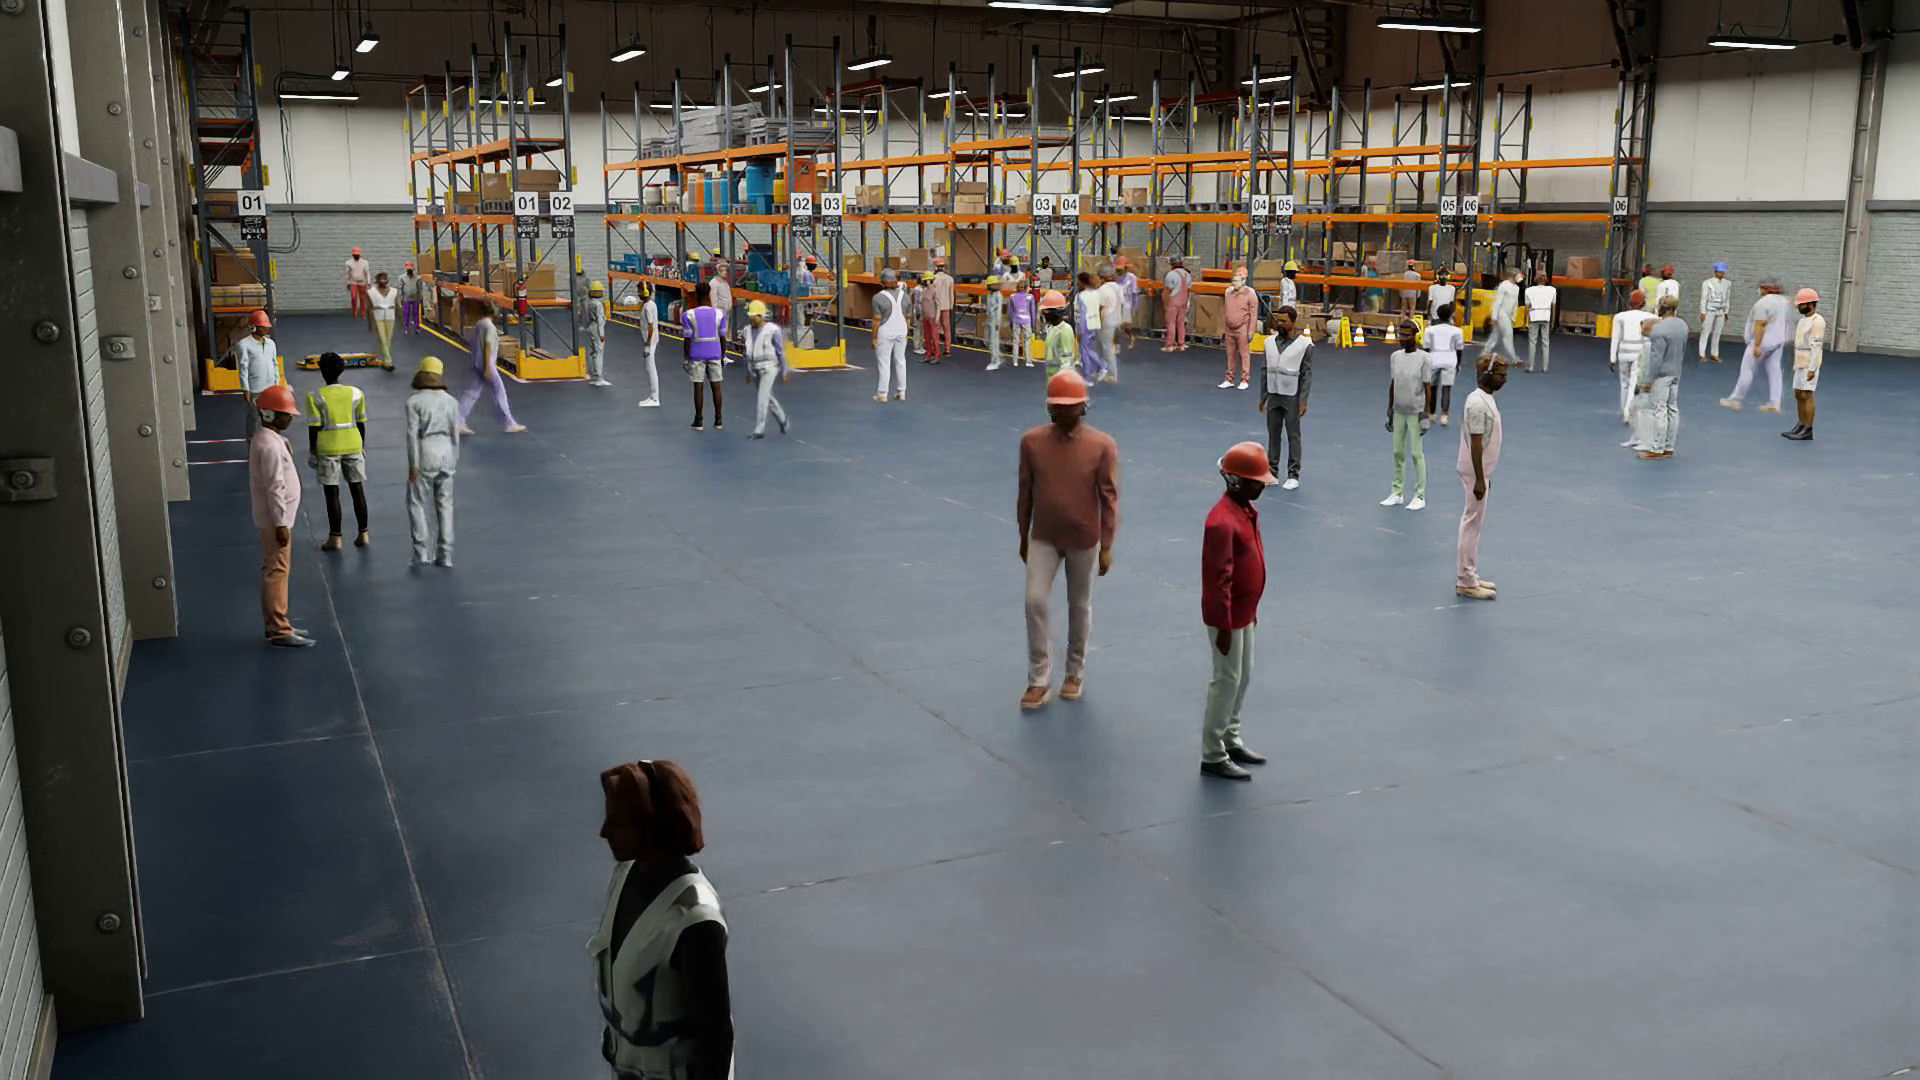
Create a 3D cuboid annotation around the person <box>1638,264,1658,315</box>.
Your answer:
[{"bbox_3d":[14.244,-4.810,34.525,0.662,1.822,0.462,-9,14,-39],"label":"person"}]

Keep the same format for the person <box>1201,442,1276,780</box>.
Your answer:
[{"bbox_3d":[1.417,0.358,8.490,0.353,1.737,0.574,5,12,23],"label":"person"}]

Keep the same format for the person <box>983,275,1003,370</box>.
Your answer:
[{"bbox_3d":[0.596,-4.009,30.694,0.314,1.739,0.487,-6,12,-27],"label":"person"}]

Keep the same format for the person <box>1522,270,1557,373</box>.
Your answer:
[{"bbox_3d":[10.431,-3.924,29.965,0.563,1.847,0.389,1,11,4],"label":"person"}]

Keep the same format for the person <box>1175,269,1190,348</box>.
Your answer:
[{"bbox_3d":[4.753,-4.933,35.505,0.319,1.687,0.538,-2,11,-9],"label":"person"}]

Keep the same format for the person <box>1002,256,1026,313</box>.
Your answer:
[{"bbox_3d":[1.200,-5.471,37.671,0.588,1.908,0.753,-5,12,-25],"label":"person"}]

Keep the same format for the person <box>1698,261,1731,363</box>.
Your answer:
[{"bbox_3d":[14.589,-4.399,32.120,0.608,1.946,0.406,-2,11,-11],"label":"person"}]

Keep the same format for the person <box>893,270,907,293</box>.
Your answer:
[{"bbox_3d":[-1.391,-5.085,36.386,0.514,1.645,0.309,-5,12,-23],"label":"person"}]

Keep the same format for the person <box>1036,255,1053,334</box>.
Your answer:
[{"bbox_3d":[2.013,-5.858,39.758,0.509,1.865,0.329,-6,13,-30],"label":"person"}]

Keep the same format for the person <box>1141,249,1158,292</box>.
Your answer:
[{"bbox_3d":[4.827,-6.445,42.328,0.423,2.035,0.601,-4,12,-20],"label":"person"}]

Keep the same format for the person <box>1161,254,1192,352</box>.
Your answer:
[{"bbox_3d":[4.479,-4.958,34.727,0.684,2.000,0.535,-10,15,-41],"label":"person"}]

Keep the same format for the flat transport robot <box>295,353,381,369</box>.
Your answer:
[{"bbox_3d":[-11.622,-3.367,31.155,1.431,0.197,0.652,-9,14,-38],"label":"flat transport robot"}]

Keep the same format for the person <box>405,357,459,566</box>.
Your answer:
[{"bbox_3d":[-4.308,-0.641,13.637,0.473,1.699,0.521,10,15,42],"label":"person"}]

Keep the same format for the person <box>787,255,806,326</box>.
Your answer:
[{"bbox_3d":[-3.893,-5.824,39.493,0.395,1.901,0.688,-11,15,-44],"label":"person"}]

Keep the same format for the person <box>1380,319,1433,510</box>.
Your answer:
[{"bbox_3d":[4.373,-1.224,16.229,0.329,1.861,0.505,-8,14,-37],"label":"person"}]

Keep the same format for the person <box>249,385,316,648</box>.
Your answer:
[{"bbox_3d":[-4.533,-0.159,11.096,0.347,1.742,0.565,-5,12,-25],"label":"person"}]

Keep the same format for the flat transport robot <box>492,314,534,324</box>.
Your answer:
[{"bbox_3d":[-11.672,-5.762,43.323,0.652,0.197,1.431,-8,14,-34],"label":"flat transport robot"}]

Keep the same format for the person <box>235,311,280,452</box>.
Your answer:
[{"bbox_3d":[-8.169,-1.805,19.465,0.351,1.743,0.563,5,12,23],"label":"person"}]

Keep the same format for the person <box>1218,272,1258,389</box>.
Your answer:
[{"bbox_3d":[4.552,-3.427,27.286,0.407,1.910,0.639,-11,15,-43],"label":"person"}]

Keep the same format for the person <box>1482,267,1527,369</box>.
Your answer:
[{"bbox_3d":[10.157,-4.106,30.839,0.996,1.866,0.636,7,13,33],"label":"person"}]

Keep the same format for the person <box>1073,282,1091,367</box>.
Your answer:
[{"bbox_3d":[2.312,-4.094,31.360,0.308,1.641,0.514,-6,13,-30],"label":"person"}]

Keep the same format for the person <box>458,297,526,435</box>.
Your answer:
[{"bbox_3d":[-6.194,-2.248,21.607,0.977,1.795,0.521,-8,14,-37],"label":"person"}]

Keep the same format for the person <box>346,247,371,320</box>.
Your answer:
[{"bbox_3d":[-16.278,-6.943,45.044,0.611,1.957,0.797,-5,12,-24],"label":"person"}]

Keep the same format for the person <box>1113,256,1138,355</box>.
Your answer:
[{"bbox_3d":[3.317,-4.765,33.815,0.660,2.016,0.661,5,12,25],"label":"person"}]

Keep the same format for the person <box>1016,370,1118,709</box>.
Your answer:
[{"bbox_3d":[0.586,0.011,9.628,0.634,1.966,0.804,3,12,17],"label":"person"}]

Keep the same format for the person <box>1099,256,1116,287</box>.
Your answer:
[{"bbox_3d":[3.896,-6.602,43.833,0.586,1.753,0.452,-5,12,-26],"label":"person"}]

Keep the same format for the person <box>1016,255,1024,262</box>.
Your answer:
[{"bbox_3d":[1.807,-7.683,49.644,0.302,1.624,0.499,0,11,-2],"label":"person"}]

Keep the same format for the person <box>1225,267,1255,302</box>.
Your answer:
[{"bbox_3d":[4.950,-3.860,29.452,0.542,1.928,0.401,4,12,21],"label":"person"}]

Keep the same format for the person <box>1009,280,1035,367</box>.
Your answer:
[{"bbox_3d":[1.158,-4.048,31.134,0.514,1.636,0.315,4,12,19],"label":"person"}]

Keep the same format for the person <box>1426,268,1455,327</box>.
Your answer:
[{"bbox_3d":[8.870,-4.078,30.689,0.514,1.873,0.329,0,11,-1],"label":"person"}]

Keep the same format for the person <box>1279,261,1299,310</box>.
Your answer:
[{"bbox_3d":[6.499,-4.540,32.891,0.369,1.927,0.589,4,12,20],"label":"person"}]

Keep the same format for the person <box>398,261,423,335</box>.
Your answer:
[{"bbox_3d":[-12.989,-5.728,39.372,0.564,1.752,0.337,-6,13,-29],"label":"person"}]
